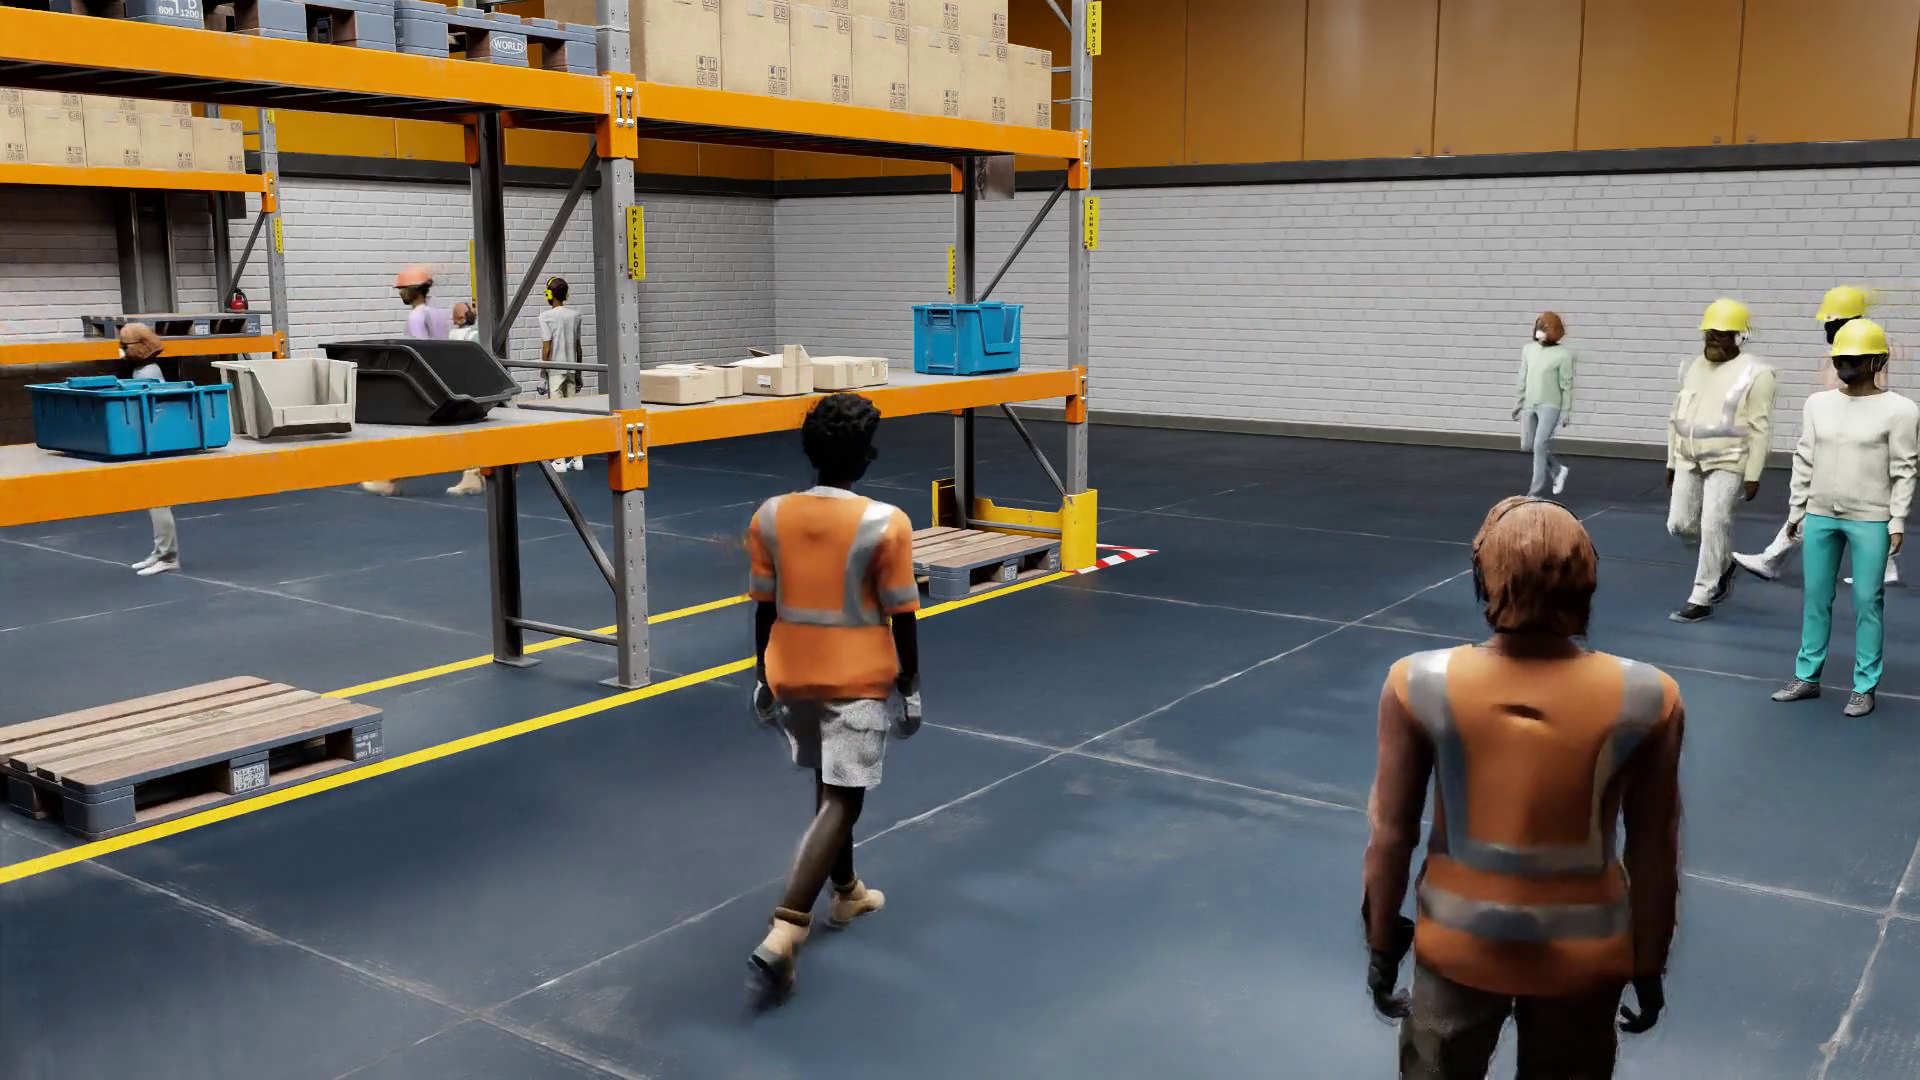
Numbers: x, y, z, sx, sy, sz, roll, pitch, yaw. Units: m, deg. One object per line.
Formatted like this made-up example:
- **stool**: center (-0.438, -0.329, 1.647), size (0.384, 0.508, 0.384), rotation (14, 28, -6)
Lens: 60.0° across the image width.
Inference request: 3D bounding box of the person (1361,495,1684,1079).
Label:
- **person**: center (0.957, 0.744, 2.859), size (0.526, 1.627, 0.511), rotation (3, 10, 16)

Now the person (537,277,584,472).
- **person**: center (-3.848, -1.584, 15.980), size (0.315, 1.869, 0.534), rotation (7, 12, 35)

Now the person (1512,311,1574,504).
- **person**: center (4.885, -1.095, 13.813), size (0.614, 1.614, 0.517), rotation (-5, 11, -29)

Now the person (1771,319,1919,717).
- **person**: center (3.966, -0.099, 7.446), size (0.310, 1.768, 0.533), rotation (-7, 12, -35)

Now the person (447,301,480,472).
- **person**: center (-4.714, -1.465, 15.958), size (0.519, 1.640, 0.310), rotation (8, 12, 39)

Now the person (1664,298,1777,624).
- **person**: center (4.260, -0.445, 9.344), size (0.580, 1.818, 0.609), rotation (-5, 11, -29)

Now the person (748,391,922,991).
- **person**: center (-0.390, 0.416, 4.727), size (0.539, 1.670, 0.811), rotation (5, 11, 27)

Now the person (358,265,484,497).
- **person**: center (-4.613, -1.349, 14.238), size (1.071, 1.986, 0.637), rotation (0, 10, 1)

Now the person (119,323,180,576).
- **person**: center (-5.253, -0.586, 10.764), size (0.292, 1.629, 0.510), rotation (-5, 11, -27)

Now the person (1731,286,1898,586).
- **person**: center (5.380, -0.628, 10.303), size (1.023, 1.856, 0.623), rotation (2, 10, 12)
